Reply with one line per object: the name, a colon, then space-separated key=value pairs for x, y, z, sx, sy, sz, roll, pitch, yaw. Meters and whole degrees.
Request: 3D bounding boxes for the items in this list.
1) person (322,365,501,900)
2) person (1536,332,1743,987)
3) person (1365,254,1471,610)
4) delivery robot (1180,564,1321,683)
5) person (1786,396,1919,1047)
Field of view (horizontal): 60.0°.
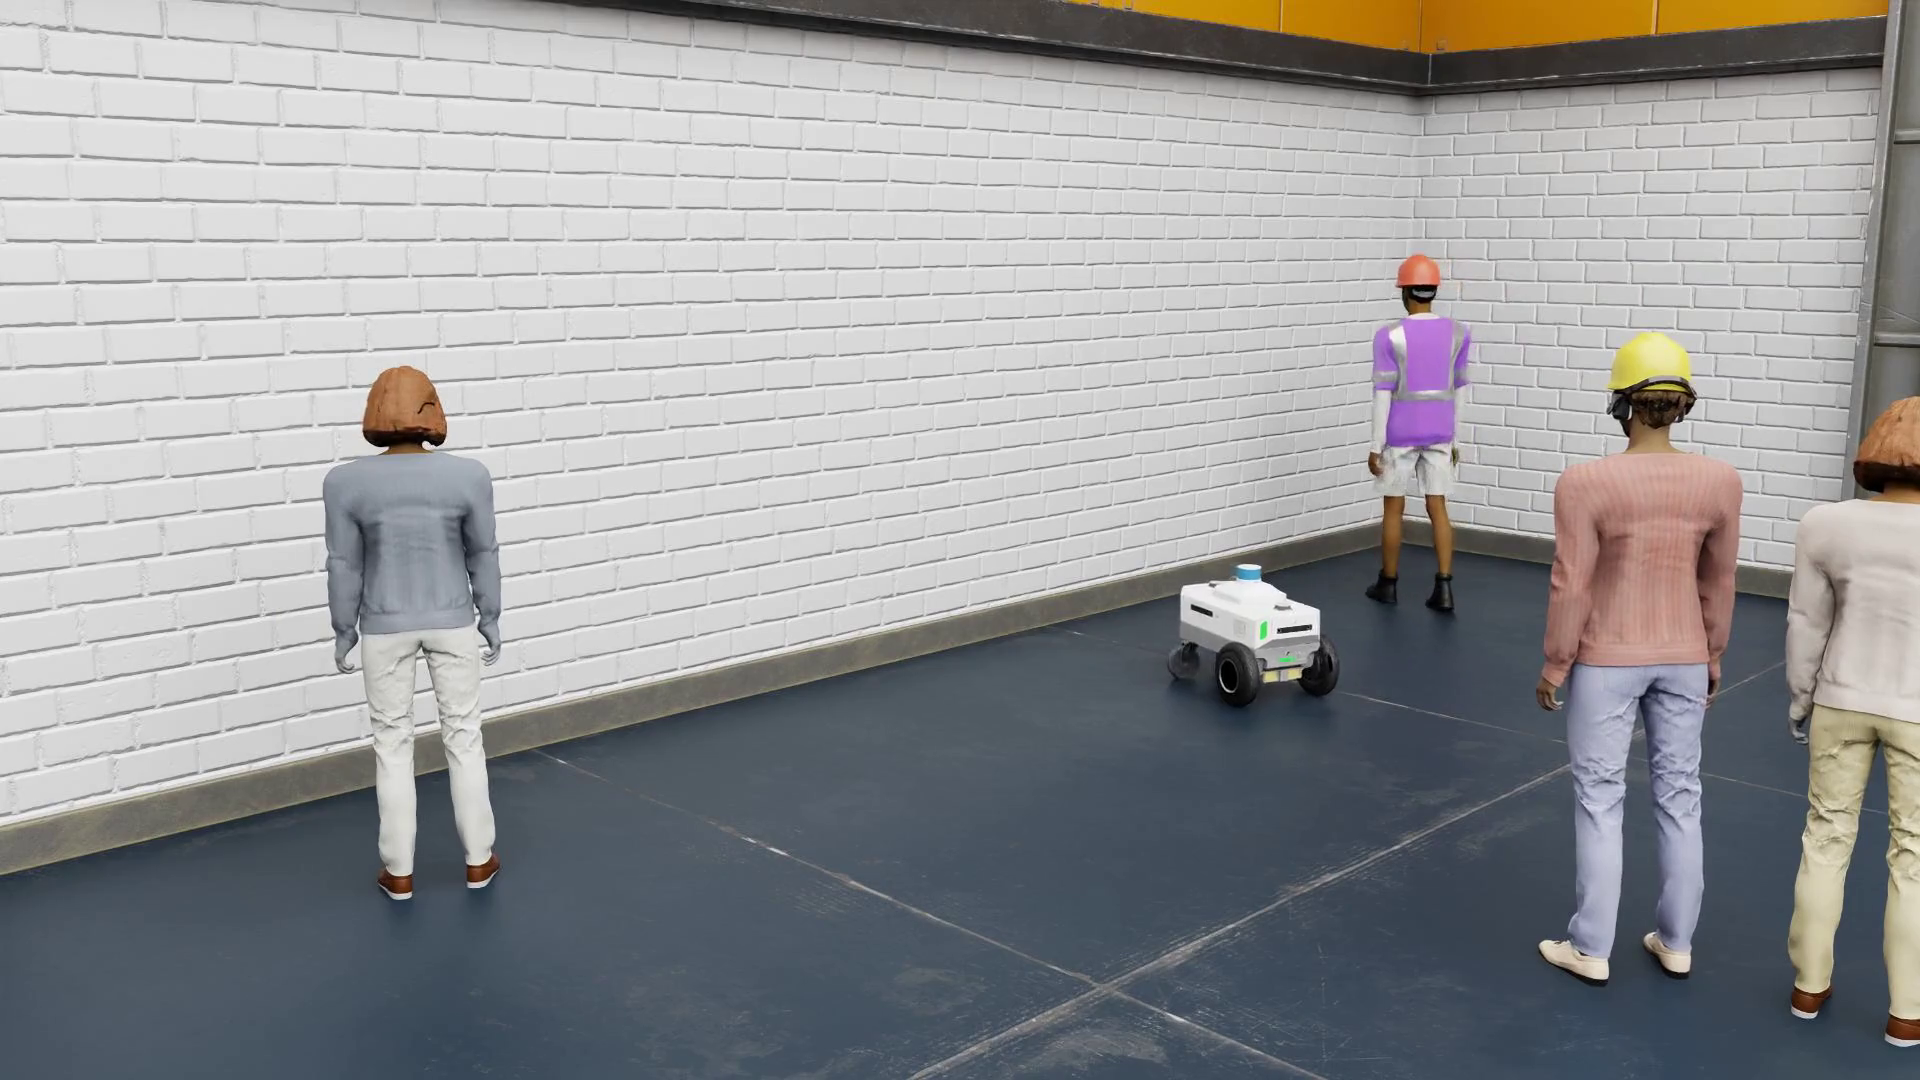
person: x=-1.663 y=0.285 z=5.101 sx=0.504 sy=1.631 sz=0.280 roll=-4 pitch=11 yaw=-19
person: x=1.818 y=0.327 z=4.509 sx=0.529 sy=1.767 sz=0.329 roll=-1 pitch=10 yaw=-6
person: x=2.475 y=-0.572 z=9.005 sx=0.551 sy=1.940 sz=0.483 roll=-1 pitch=10 yaw=-6
delivery robot: x=1.285 y=0.353 z=7.420 sx=0.477 sy=0.478 sz=0.707 roll=-5 pitch=11 yaw=-24
person: x=2.336 y=0.452 z=4.191 sx=0.284 sy=1.633 sz=0.498 roll=-10 pitch=14 yaw=-42
